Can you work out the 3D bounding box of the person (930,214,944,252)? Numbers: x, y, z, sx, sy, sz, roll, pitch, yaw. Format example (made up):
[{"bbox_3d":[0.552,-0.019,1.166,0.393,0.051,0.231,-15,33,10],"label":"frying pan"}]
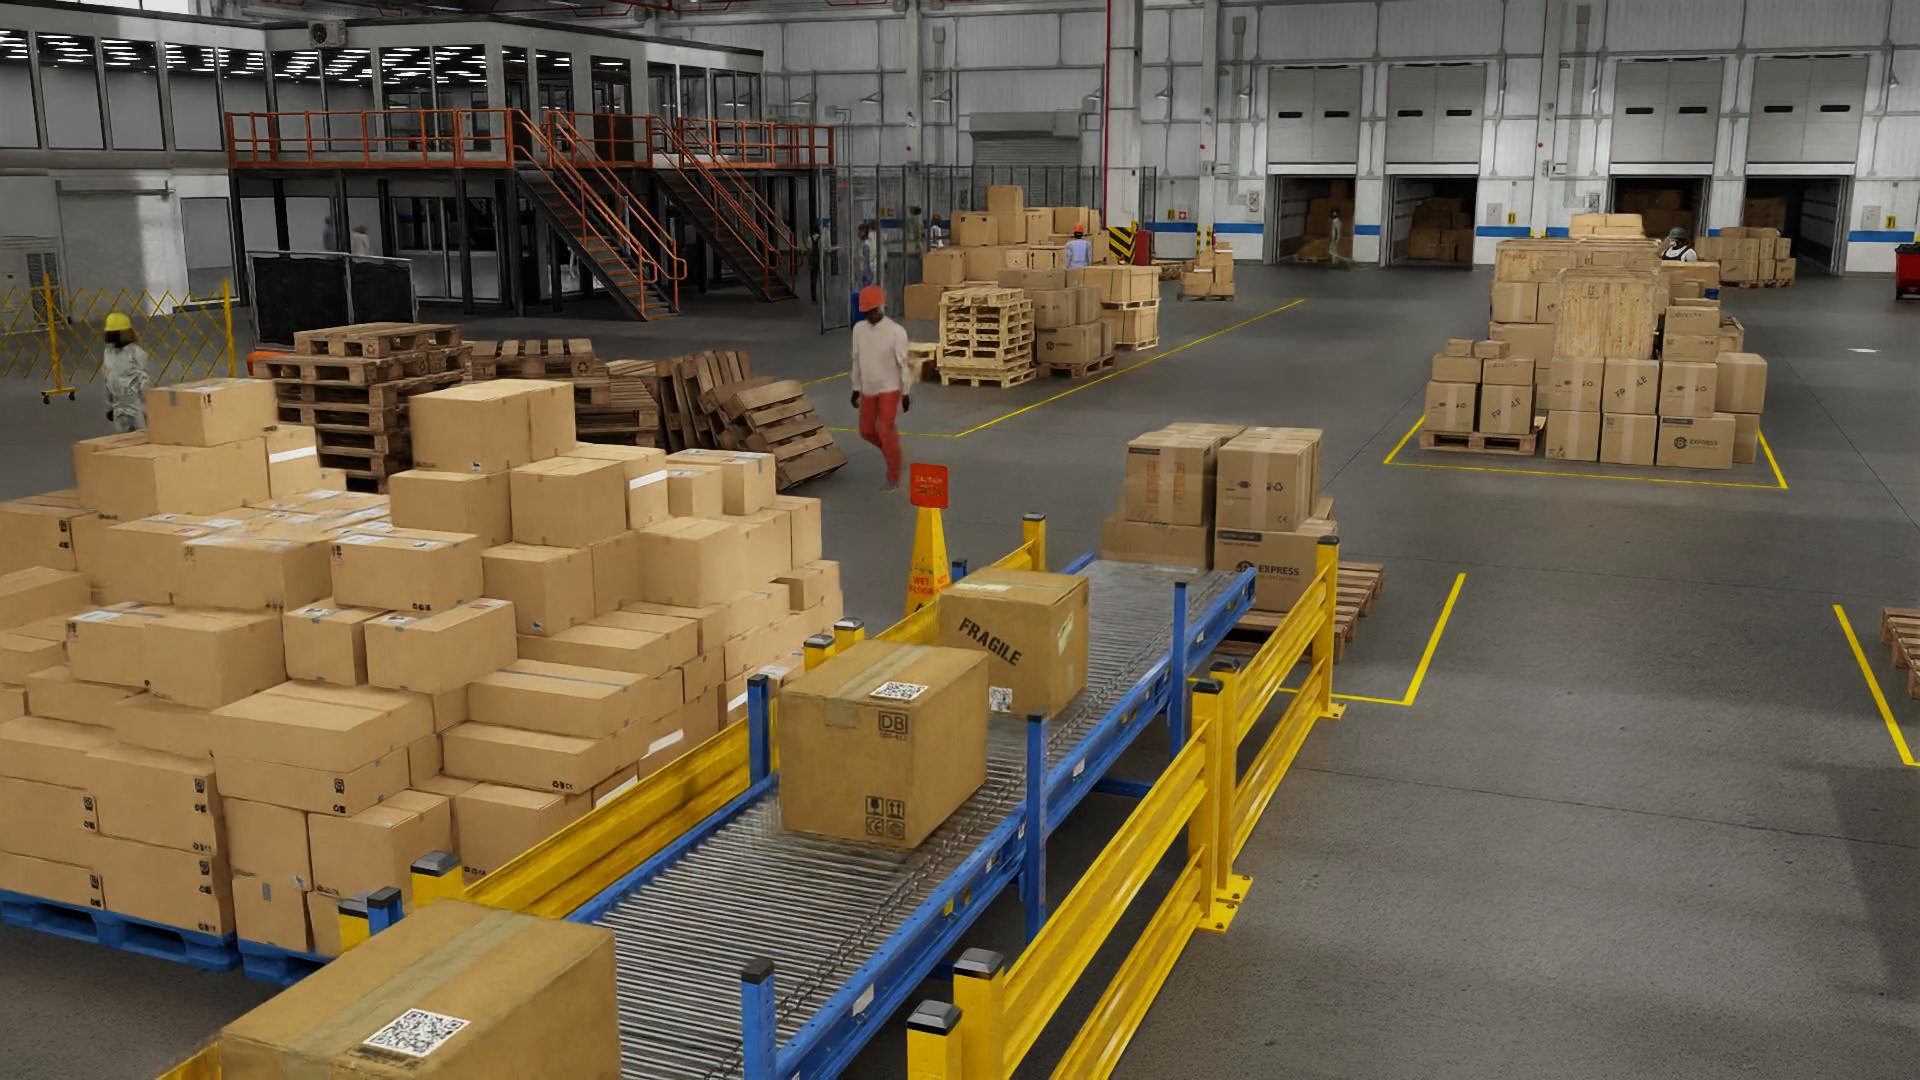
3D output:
[{"bbox_3d":[-0.582,-7.325,42.298,0.351,1.884,0.581,-5,14,-22],"label":"person"}]

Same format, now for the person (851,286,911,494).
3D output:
[{"bbox_3d":[-0.728,-1.427,15.701,0.647,1.946,0.604,8,15,32],"label":"person"}]

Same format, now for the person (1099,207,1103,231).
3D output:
[{"bbox_3d":[4.090,-8.824,48.933,0.611,1.928,0.582,5,13,20],"label":"person"}]

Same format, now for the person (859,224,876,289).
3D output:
[{"bbox_3d":[-1.889,-5.463,33.891,0.397,1.911,0.587,1,13,3],"label":"person"}]

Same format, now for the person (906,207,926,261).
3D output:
[{"bbox_3d":[-1.453,-10.177,55.324,0.982,1.794,0.634,3,13,13],"label":"person"}]

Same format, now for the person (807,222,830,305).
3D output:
[{"bbox_3d":[-3.180,-6.194,37.311,0.506,1.847,0.346,5,13,20],"label":"person"}]

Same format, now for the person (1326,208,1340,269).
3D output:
[{"bbox_3d":[11.365,-9.149,50.562,0.461,1.854,0.534,4,13,16],"label":"person"}]

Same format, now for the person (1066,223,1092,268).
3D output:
[{"bbox_3d":[2.384,-5.433,33.687,0.551,1.936,0.357,-2,13,-11],"label":"person"}]

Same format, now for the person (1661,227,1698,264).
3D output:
[{"bbox_3d":[12.295,-4.378,28.721,0.539,2.000,0.689,-7,14,-28],"label":"person"}]

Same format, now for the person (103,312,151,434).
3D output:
[{"bbox_3d":[-7.622,-1.220,15.255,0.486,1.737,0.348,4,13,18],"label":"person"}]

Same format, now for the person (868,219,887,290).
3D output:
[{"bbox_3d":[-1.934,-6.469,38.480,0.621,1.869,0.426,4,13,18],"label":"person"}]
